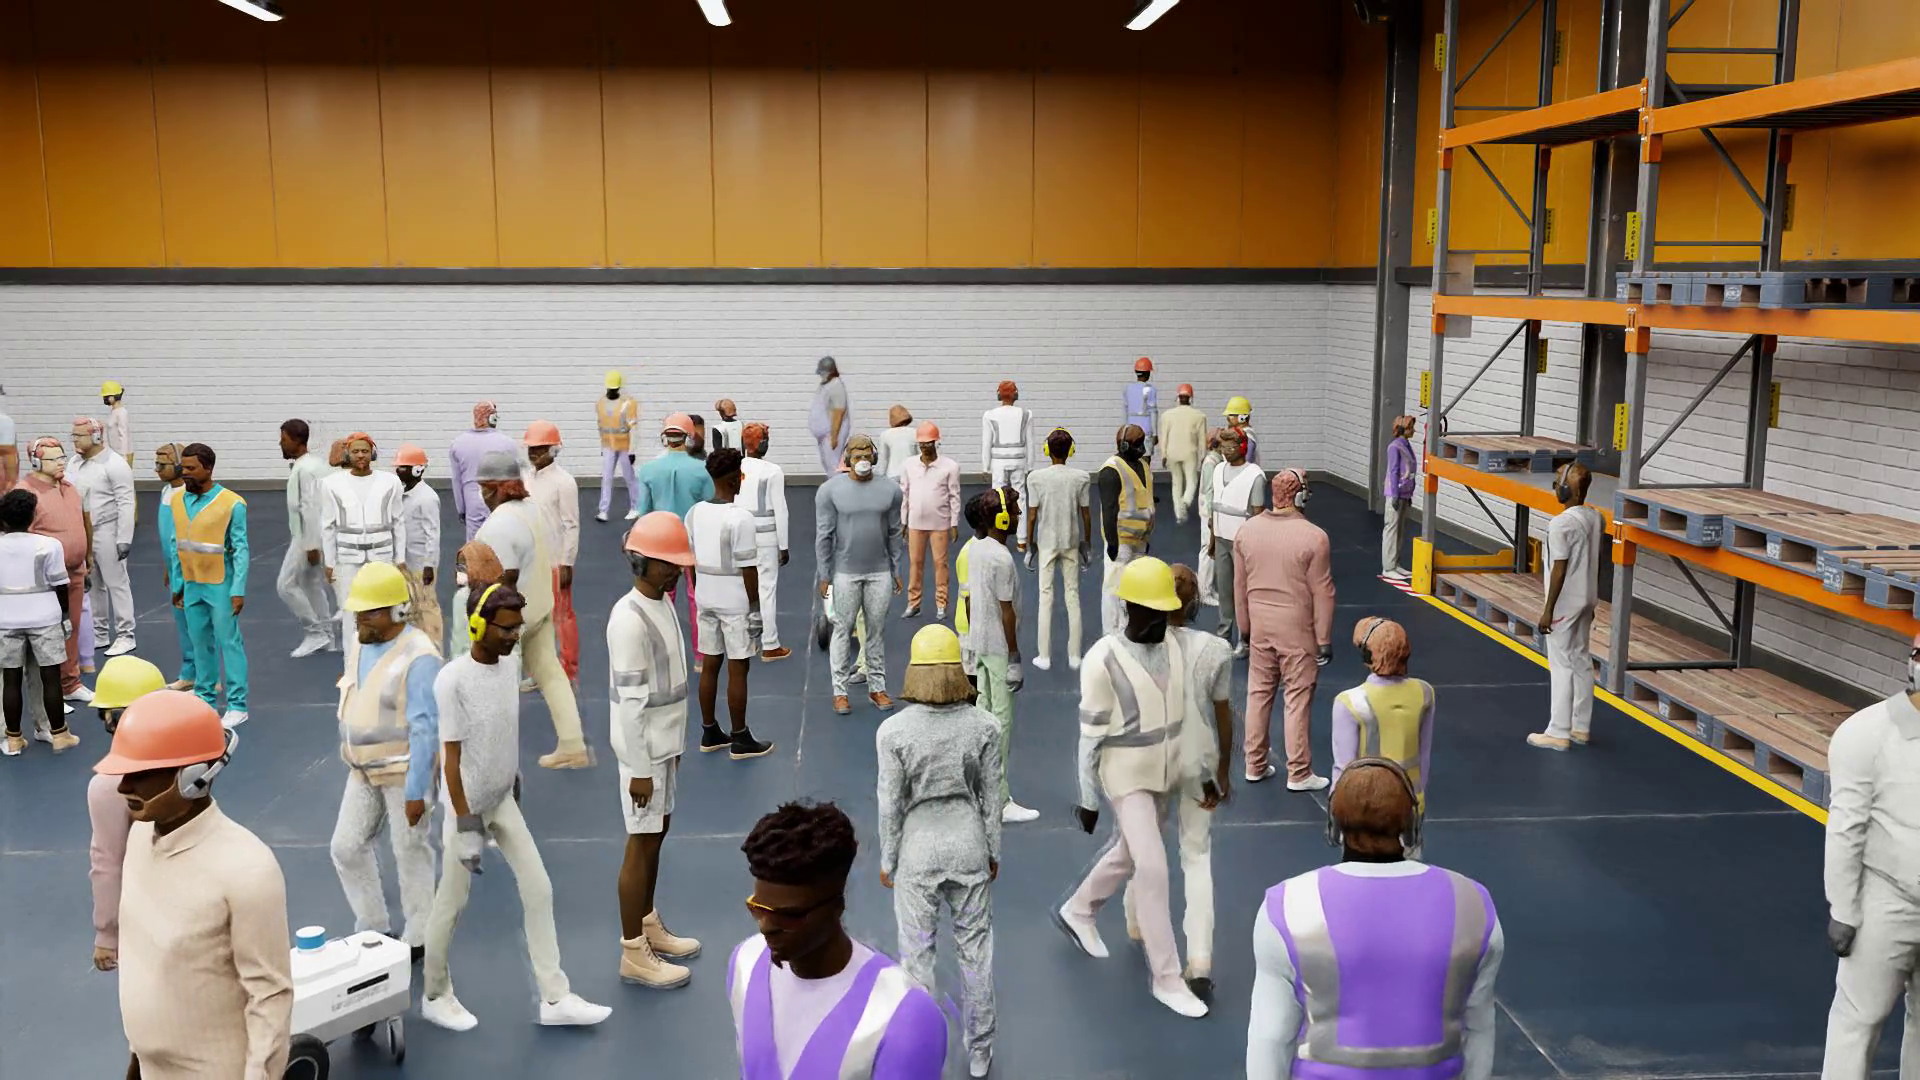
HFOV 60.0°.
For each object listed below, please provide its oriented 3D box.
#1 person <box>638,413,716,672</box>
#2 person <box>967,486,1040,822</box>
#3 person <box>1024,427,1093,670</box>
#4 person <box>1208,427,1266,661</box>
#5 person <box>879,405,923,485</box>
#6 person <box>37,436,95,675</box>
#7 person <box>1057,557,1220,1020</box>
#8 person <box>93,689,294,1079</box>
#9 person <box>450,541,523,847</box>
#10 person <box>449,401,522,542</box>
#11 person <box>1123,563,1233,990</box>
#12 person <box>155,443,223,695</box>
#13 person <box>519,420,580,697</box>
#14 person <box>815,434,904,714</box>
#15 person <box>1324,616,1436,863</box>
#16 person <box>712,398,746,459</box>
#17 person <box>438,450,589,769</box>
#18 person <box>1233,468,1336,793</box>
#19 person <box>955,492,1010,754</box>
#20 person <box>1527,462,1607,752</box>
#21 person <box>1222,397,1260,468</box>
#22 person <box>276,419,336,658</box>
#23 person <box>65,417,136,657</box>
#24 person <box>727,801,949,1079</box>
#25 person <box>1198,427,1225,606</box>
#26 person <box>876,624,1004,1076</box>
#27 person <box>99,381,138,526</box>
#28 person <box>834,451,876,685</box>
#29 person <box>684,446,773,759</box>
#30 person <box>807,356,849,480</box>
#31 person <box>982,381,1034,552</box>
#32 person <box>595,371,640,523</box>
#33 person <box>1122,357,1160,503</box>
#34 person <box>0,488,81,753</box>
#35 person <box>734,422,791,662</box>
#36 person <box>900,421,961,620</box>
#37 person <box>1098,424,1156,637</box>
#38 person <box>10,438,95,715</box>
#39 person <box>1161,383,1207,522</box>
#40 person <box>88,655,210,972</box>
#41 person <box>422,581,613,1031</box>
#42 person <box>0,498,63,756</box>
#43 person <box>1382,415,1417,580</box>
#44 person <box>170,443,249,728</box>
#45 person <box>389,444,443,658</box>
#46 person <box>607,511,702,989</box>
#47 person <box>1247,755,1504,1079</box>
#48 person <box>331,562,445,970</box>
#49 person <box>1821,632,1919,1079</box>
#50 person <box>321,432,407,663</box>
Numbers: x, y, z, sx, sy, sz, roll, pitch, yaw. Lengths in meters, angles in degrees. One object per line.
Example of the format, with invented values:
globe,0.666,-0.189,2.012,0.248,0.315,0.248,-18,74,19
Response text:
person,-2.125,0.024,12.676,0.622,1.984,0.394,1,9,4
person,0.218,0.629,9.246,0.329,1.872,0.508,-4,10,-25
person,0.754,0.067,12.774,0.532,1.870,0.319,-1,9,-5
person,2.184,0.022,13.147,0.390,1.839,0.565,-6,11,-31
person,-0.646,-0.690,18.371,0.507,1.600,0.556,0,9,-2
person,-6.745,0.135,12.467,0.360,1.837,0.505,6,11,33
person,0.721,0.976,7.044,0.639,1.888,0.933,-8,12,-42
person,-1.964,1.355,4.287,0.608,1.996,0.380,6,11,34
person,-2.528,0.810,8.847,0.508,1.632,0.265,7,11,36
person,-4.233,-0.299,14.979,0.641,1.901,0.409,1,9,6
person,0.925,1.002,7.172,0.515,1.817,0.916,0,9,2
person,-5.530,0.221,11.885,0.507,1.845,0.339,7,11,37
person,-2.974,0.133,11.967,0.612,1.994,0.383,8,12,40
person,-0.686,0.231,11.523,0.636,1.939,0.363,-3,10,-21
person,1.723,1.127,6.835,0.515,1.641,0.315,-4,10,-26
person,-2.614,-0.787,18.857,0.309,1.640,0.511,6,11,35
person,-2.765,0.407,10.105,1.042,2.000,0.685,2,9,12
person,1.924,0.525,9.783,0.651,1.907,0.409,9,12,43
person,0.142,0.545,10.304,0.318,1.700,0.536,3,9,17
person,3.883,0.423,10.614,0.520,1.844,0.330,-7,11,-36
person,2.790,-0.522,16.636,0.404,1.824,0.586,1,9,5
person,-5.223,-0.011,13.186,0.509,1.899,0.608,-3,10,-21
person,-6.877,-0.028,13.240,0.651,1.910,0.403,4,10,23
person,-0.335,1.507,3.555,0.635,1.916,0.971,7,11,36
person,2.340,-0.220,15.294,0.308,1.640,0.523,3,9,16
person,-0.077,1.173,6.244,0.484,1.737,0.305,-2,9,-12
person,-10.129,-1.030,20.020,0.339,1.761,0.524,-7,12,-39
person,-0.760,0.192,12.350,0.333,1.749,0.574,-1,9,-4
person,-1.457,0.390,10.439,0.607,1.966,0.366,8,12,40
person,-1.718,-1.450,21.765,0.564,2.000,0.752,-3,10,-21
person,0.524,-0.798,18.167,0.576,1.881,0.354,-1,9,-6
person,-4.202,-1.137,20.336,0.617,1.870,0.990,3,10,18
person,2.418,-1.456,22.120,0.542,1.939,0.365,8,12,42
person,-5.869,0.519,10.477,0.536,1.697,0.318,-2,9,-11
person,-1.596,0.015,13.055,0.586,1.882,0.343,4,10,26
person,-0.277,-0.167,14.601,0.562,1.753,0.334,3,9,16
person,1.351,-0.011,13.354,0.430,1.845,0.624,6,11,35
person,-6.277,0.242,11.563,0.408,1.908,0.646,1,9,5
person,2.710,-1.044,20.214,0.572,1.725,0.549,3,10,19
person,-2.747,1.256,5.664,0.356,1.755,0.518,2,9,12
person,-1.795,1.072,6.564,0.893,1.826,0.596,4,10,23
person,-5.979,0.532,10.571,0.307,1.640,0.519,5,10,30
person,4.393,-0.432,16.621,0.312,1.642,0.512,5,10,29
person,-5.020,0.302,11.144,0.587,1.920,0.390,3,10,18
person,-4.153,0.138,12.675,0.321,1.755,0.568,-8,12,-42
person,-1.292,0.882,7.140,0.394,2.033,0.614,0,9,2
person,1.021,1.447,4.204,0.626,1.840,0.430,-1,9,-3
person,-2.483,0.992,7.107,0.627,1.817,0.548,7,11,37
person,3.170,1.213,5.463,0.643,1.910,0.400,0,9,0
person,-4.384,0.141,12.261,0.584,1.883,0.345,-3,10,-20
